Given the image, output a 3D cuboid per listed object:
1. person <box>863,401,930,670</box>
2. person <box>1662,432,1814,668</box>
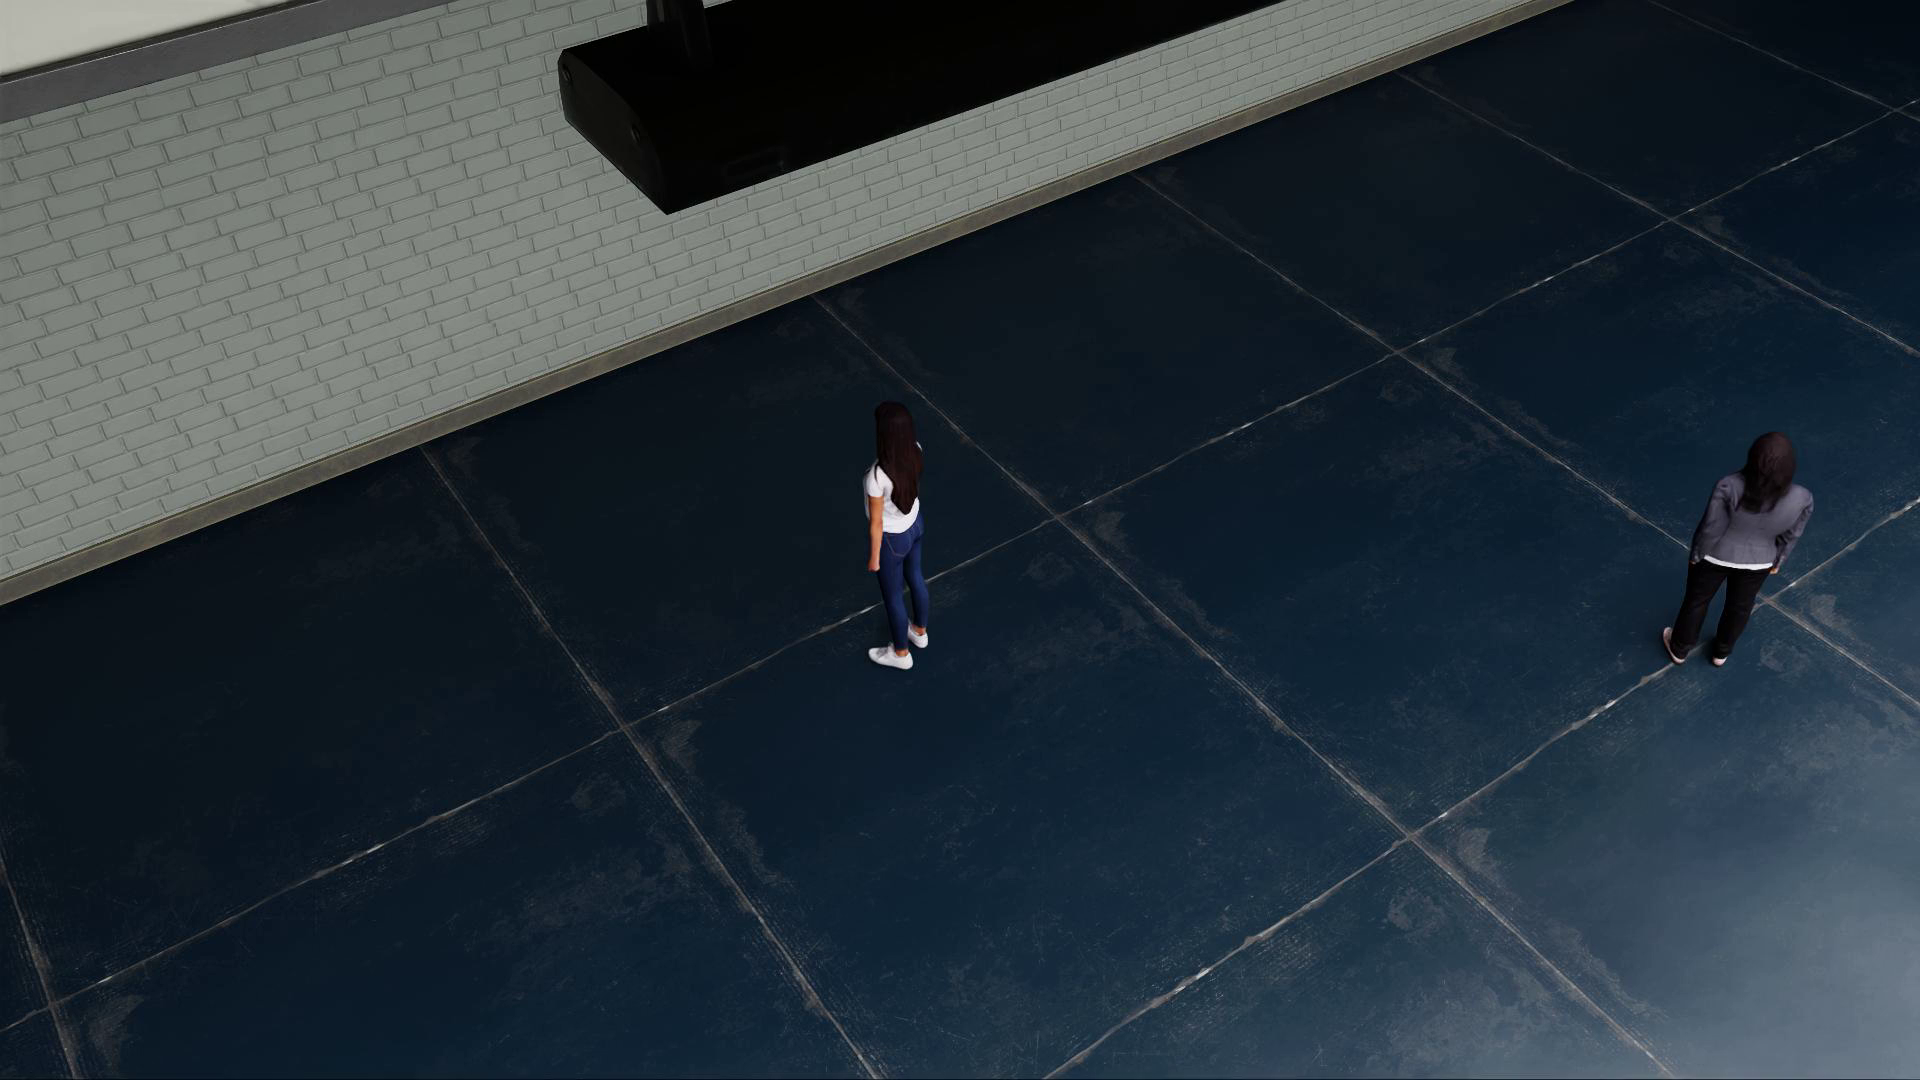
[{"bbox_3d":[-0.322,-0.016,8.957,0.636,1.774,0.649,22,47,22],"label":"person"},{"bbox_3d":[4.204,0.060,9.008,0.791,1.596,0.857,8,44,9],"label":"person"}]
